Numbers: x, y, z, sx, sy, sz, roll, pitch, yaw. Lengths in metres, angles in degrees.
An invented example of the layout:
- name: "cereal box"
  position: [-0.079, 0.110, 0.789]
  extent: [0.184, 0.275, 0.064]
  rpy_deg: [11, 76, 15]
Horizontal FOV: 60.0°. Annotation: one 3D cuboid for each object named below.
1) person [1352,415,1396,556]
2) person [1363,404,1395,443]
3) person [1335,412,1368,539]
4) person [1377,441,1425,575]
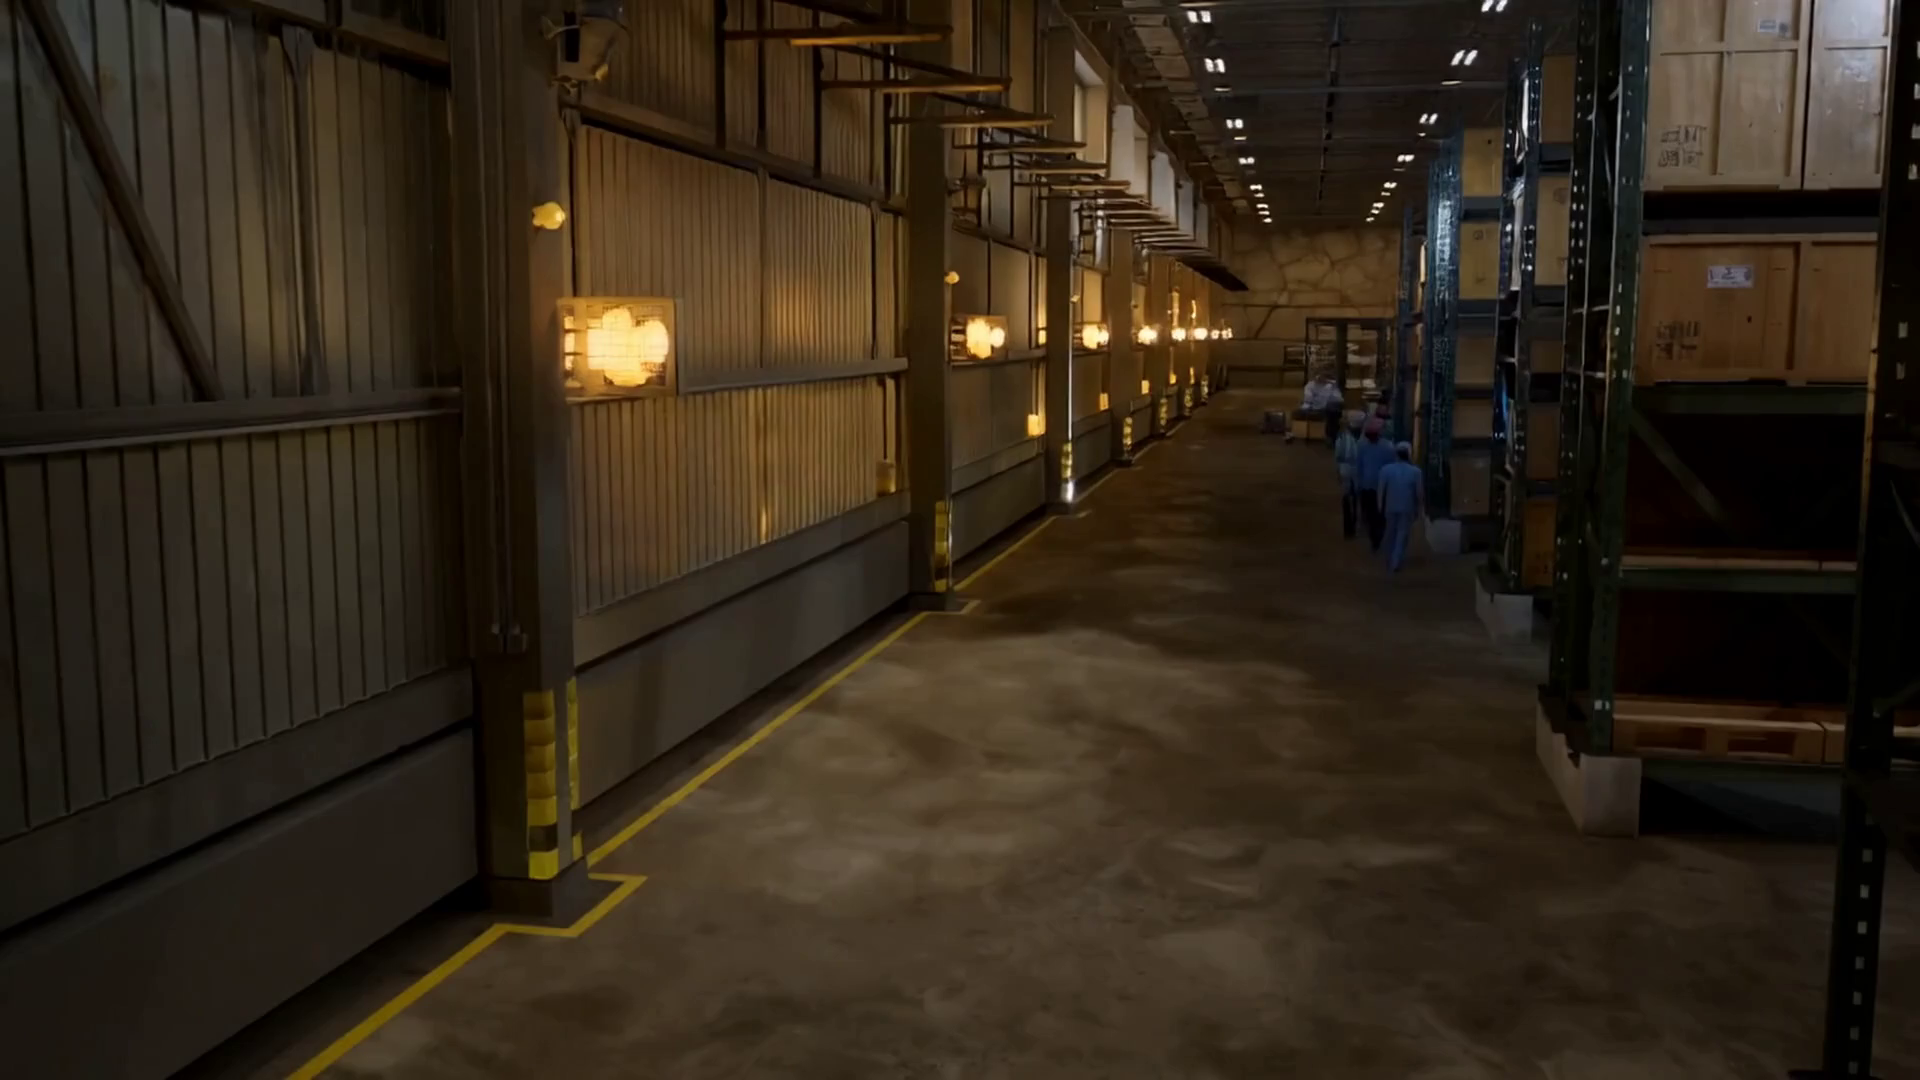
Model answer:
- name: "person"
  position: [5.762, -0.765, 23.130]
  extent: [0.652, 1.969, 0.578]
  rpy_deg: [5, 9, 36]
- name: "person"
  position: [7.875, -1.692, 31.343]
  extent: [0.602, 1.782, 0.972]
  rpy_deg: [2, 7, 14]
- name: "person"
  position: [5.952, -0.990, 25.167]
  extent: [0.545, 1.917, 0.817]
  rpy_deg: [2, 7, 13]
- name: "person"
  position: [5.707, -0.423, 21.473]
  extent: [0.565, 1.693, 0.958]
  rpy_deg: [4, 8, 28]
